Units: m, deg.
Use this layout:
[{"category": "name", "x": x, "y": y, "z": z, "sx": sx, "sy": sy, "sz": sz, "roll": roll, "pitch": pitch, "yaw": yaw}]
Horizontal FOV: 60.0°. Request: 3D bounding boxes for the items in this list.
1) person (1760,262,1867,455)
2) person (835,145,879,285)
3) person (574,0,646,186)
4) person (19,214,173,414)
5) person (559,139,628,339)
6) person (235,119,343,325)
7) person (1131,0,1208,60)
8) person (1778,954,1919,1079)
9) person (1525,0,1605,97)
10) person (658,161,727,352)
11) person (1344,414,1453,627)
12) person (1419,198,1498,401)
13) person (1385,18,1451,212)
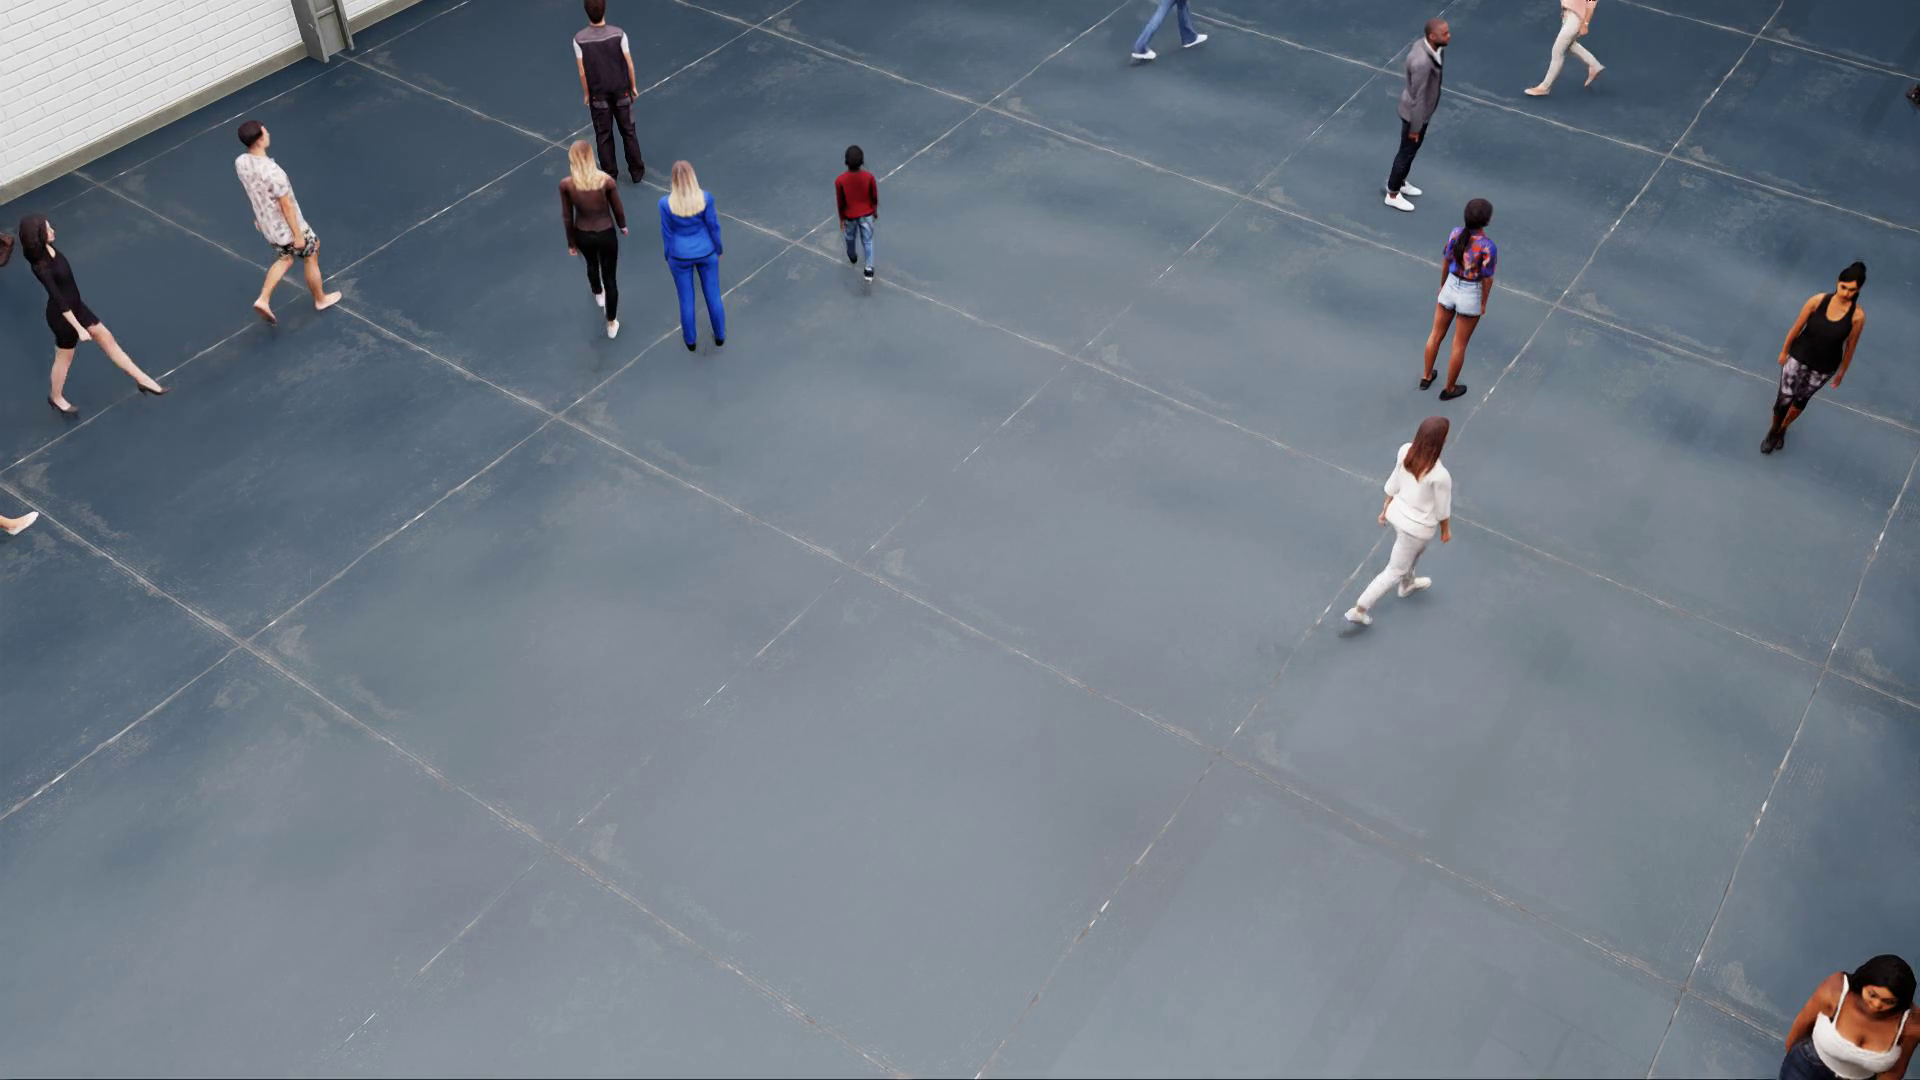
[{"category": "person", "x": 6.386, "y": -1.391, "z": 12.421, "sx": 0.648, "sy": 1.653, "sz": 0.639, "roll": 19, "pitch": 47, "yaw": 18}, {"category": "person", "x": -0.861, "y": -2.763, "z": 14.155, "sx": 0.844, "sy": 1.247, "sz": 0.904, "roll": -6, "pitch": 44, "yaw": -7}, {"category": "person", "x": -3.185, "y": -4.081, "z": 15.103, "sx": 0.723, "sy": 1.849, "sz": 0.802, "roll": -10, "pitch": 45, "yaw": -11}, {"category": "person", "x": -6.839, "y": -1.640, "z": 12.611, "sx": 1.183, "sy": 1.752, "sz": 1.077, "roll": -10, "pitch": 45, "yaw": -10}, {"category": "person", "x": -2.947, "y": -2.386, "z": 13.451, "sx": 0.933, "sy": 1.673, "sz": 1.027, "roll": -2, "pitch": 44, "yaw": -2}, {"category": "person", "x": -5.586, "y": -2.549, "z": 13.532, "sx": 0.682, "sy": 1.796, "sz": 0.954, "roll": 25, "pitch": 49, "yaw": 24}, {"category": "person", "x": 2.116, "y": -5.672, "z": 16.878, "sx": 1.246, "sy": 1.704, "sz": 0.991, "roll": -19, "pitch": 47, "yaw": -19}, {"category": "person", "x": 4.333, "y": 2.540, "z": 8.210, "sx": 0.740, "sy": 1.770, "sz": 1.210, "roll": 20, "pitch": 47, "yaw": 20}, {"category": "person", "x": 6.132, "y": -5.162, "z": 16.342, "sx": 1.052, "sy": 1.703, "sz": 1.035, "roll": -4, "pitch": 44, "yaw": -4}, {"category": "person", "x": -2.134, "y": -2.269, "z": 13.308, "sx": 0.689, "sy": 1.701, "sz": 0.762, "roll": -9, "pitch": 44, "yaw": -10}, {"category": "person", "x": 2.944, "y": -0.090, "z": 11.050, "sx": 1.137, "sy": 1.659, "sz": 0.920, "roll": -18, "pitch": 47, "yaw": -18}, {"category": "person", "x": 3.867, "y": -1.870, "z": 12.858, "sx": 0.575, "sy": 1.743, "sz": 0.628, "roll": -34, "pitch": 53, "yaw": -30}, {"category": "person", "x": 4.060, "y": -3.819, "z": 14.851, "sx": 0.825, "sy": 1.816, "sz": 0.602, "roll": 16, "pitch": 46, "yaw": 16}]
